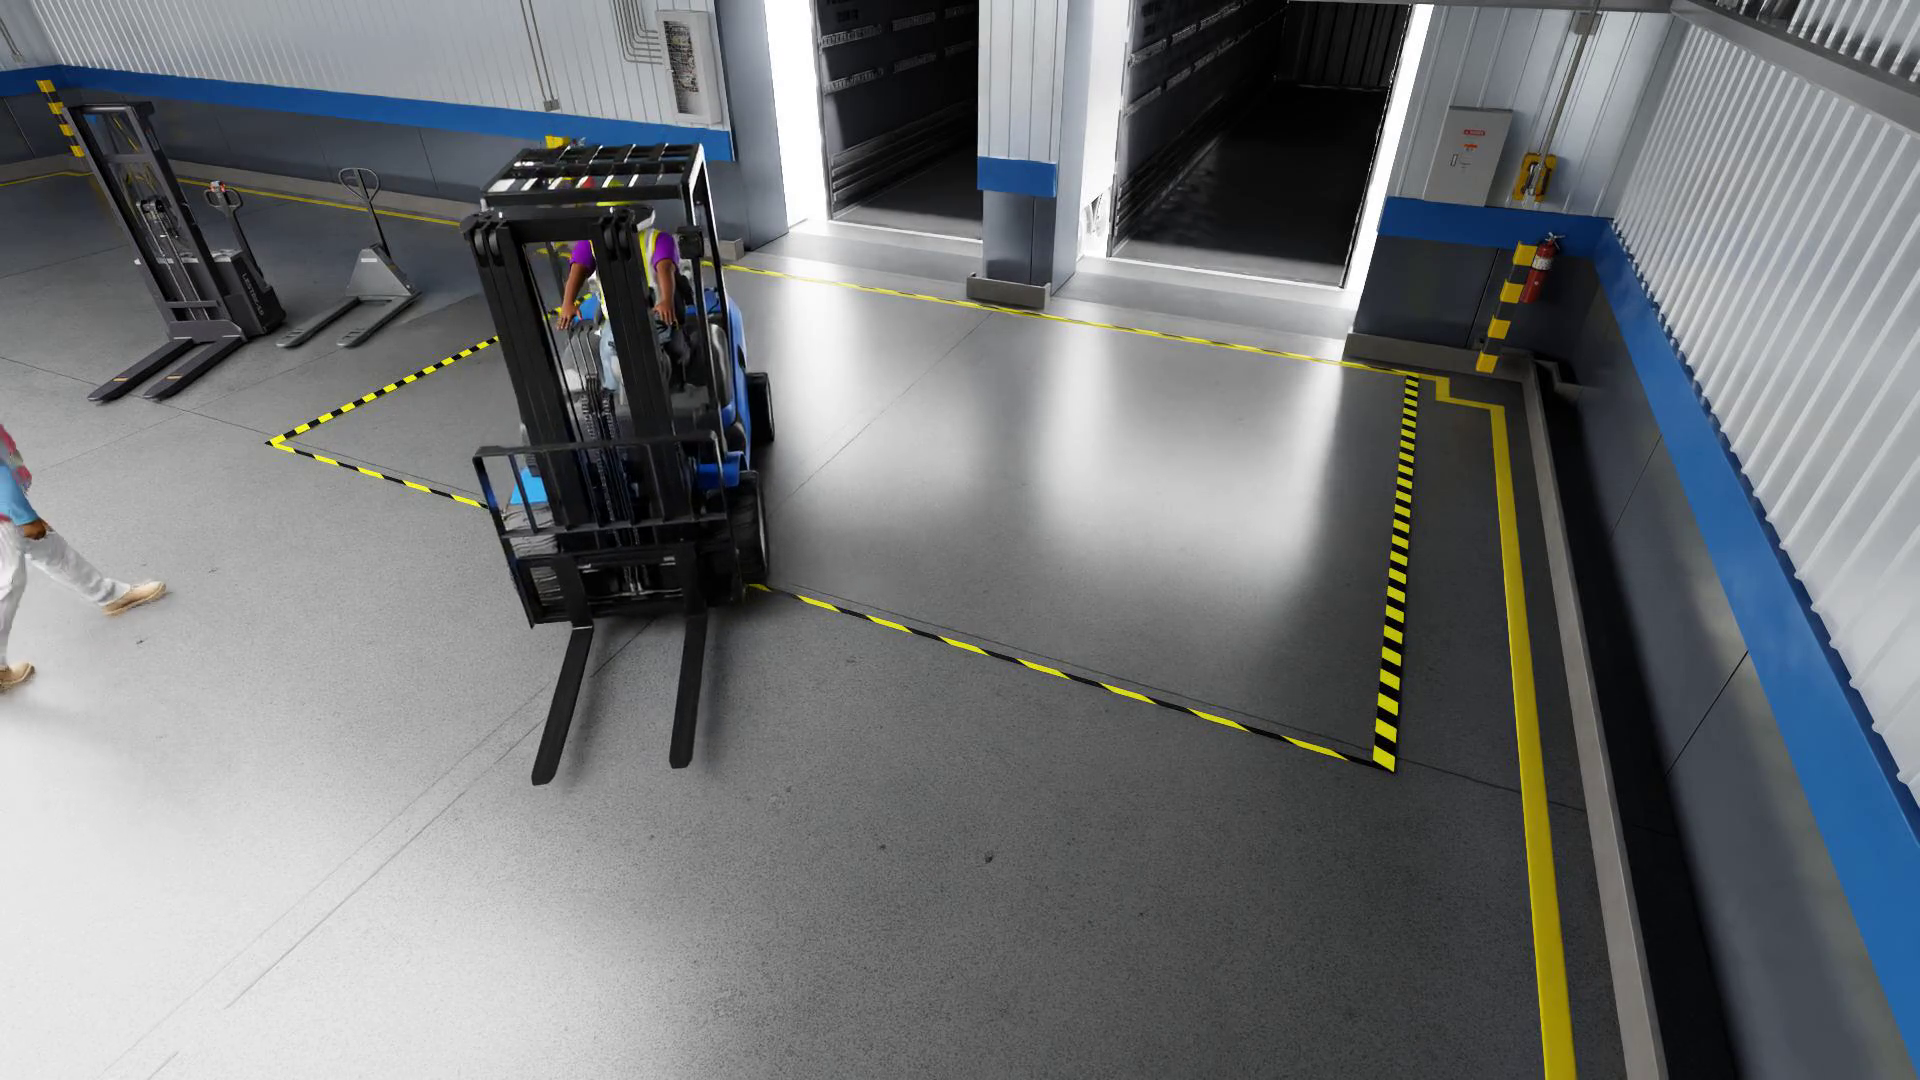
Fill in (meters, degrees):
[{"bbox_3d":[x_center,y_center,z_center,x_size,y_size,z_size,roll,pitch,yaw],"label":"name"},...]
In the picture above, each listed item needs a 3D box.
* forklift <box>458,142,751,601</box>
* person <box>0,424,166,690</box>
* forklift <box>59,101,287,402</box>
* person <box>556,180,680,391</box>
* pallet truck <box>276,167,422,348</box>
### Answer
[{"bbox_3d":[-1.909,-1.155,5.362,1.157,2.036,2.680,-5,35,-7],"label":"forklift"},{"bbox_3d":[-4.774,-0.164,4.441,0.662,1.789,0.974,16,38,22],"label":"person"},{"bbox_3d":[-6.686,-2.387,7.434,0.823,1.965,1.885,-3,35,-5],"label":"forklift"},{"bbox_3d":[-1.907,-1.274,5.205,0.635,1.294,1.004,-5,35,-7],"label":"person"},{"bbox_3d":[-5.732,-2.611,8.414,0.680,1.201,1.601,-1,35,-1],"label":"pallet truck"}]
